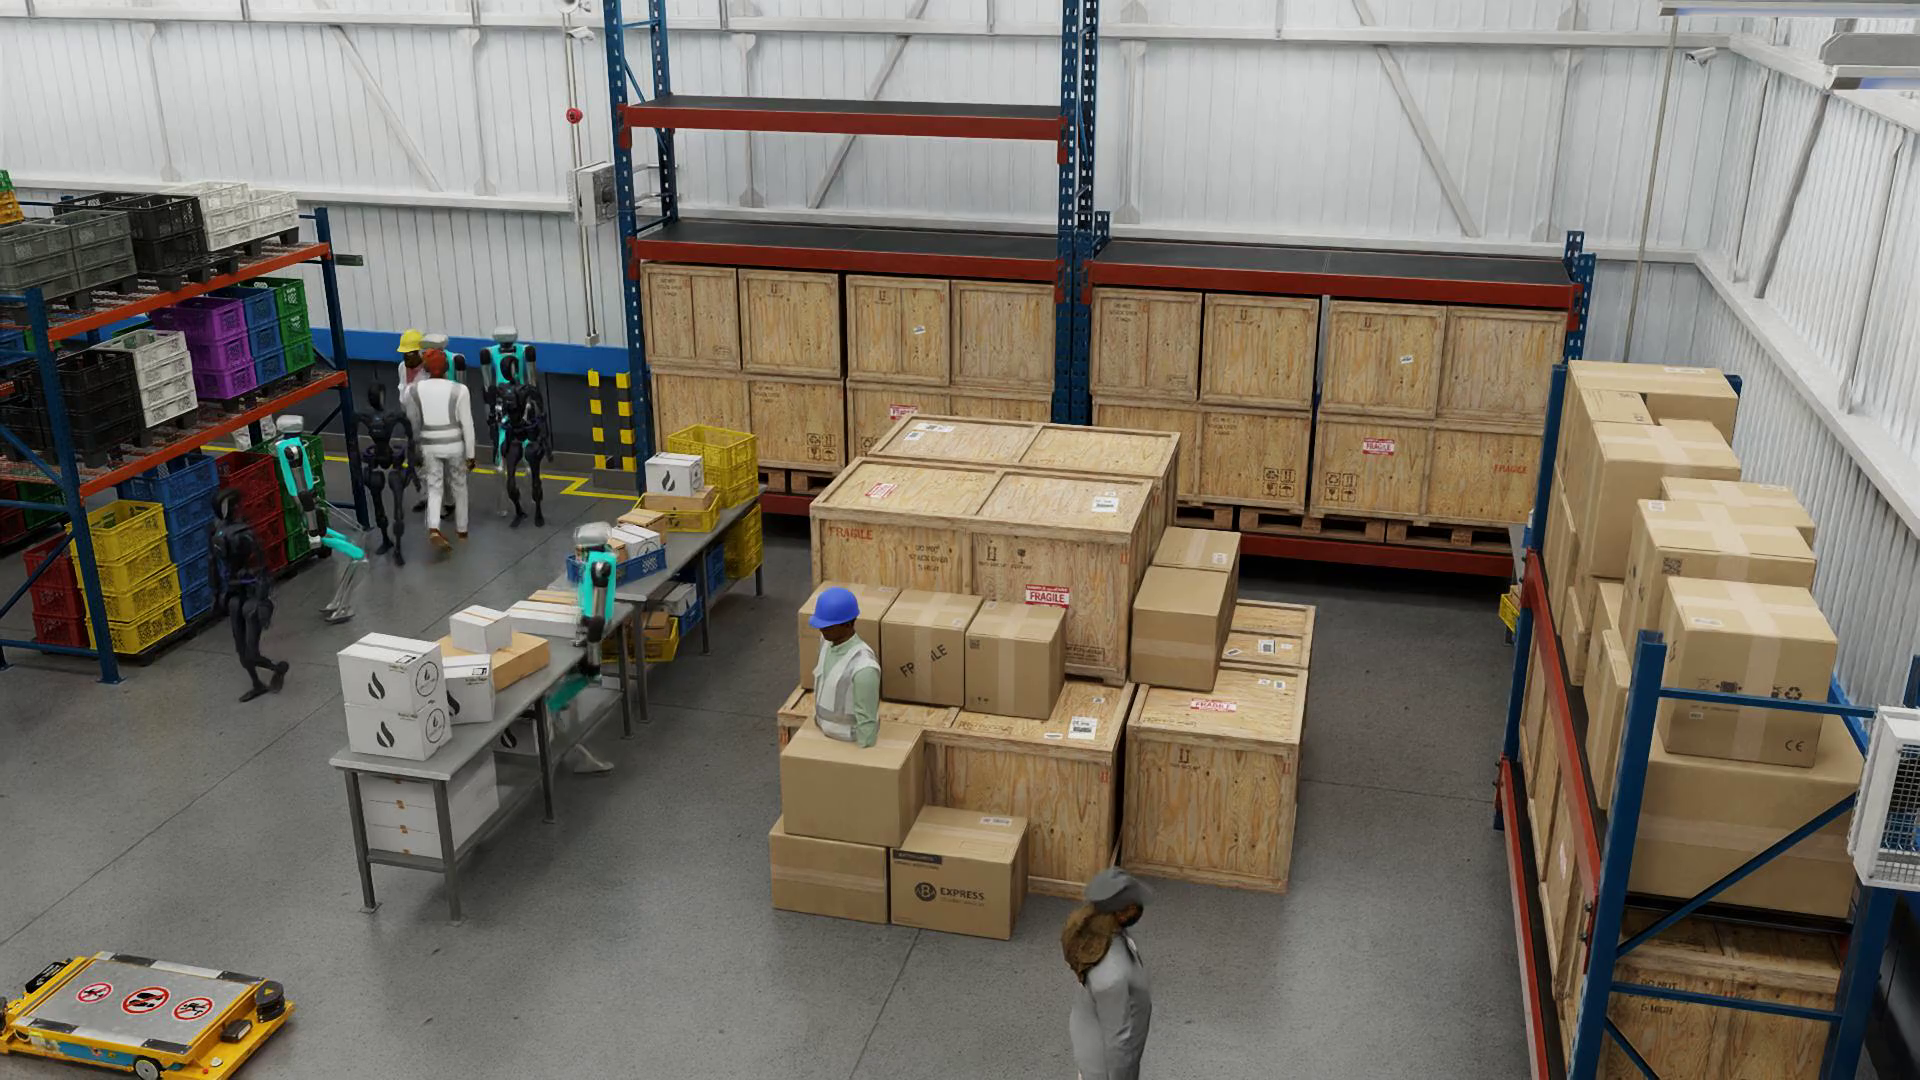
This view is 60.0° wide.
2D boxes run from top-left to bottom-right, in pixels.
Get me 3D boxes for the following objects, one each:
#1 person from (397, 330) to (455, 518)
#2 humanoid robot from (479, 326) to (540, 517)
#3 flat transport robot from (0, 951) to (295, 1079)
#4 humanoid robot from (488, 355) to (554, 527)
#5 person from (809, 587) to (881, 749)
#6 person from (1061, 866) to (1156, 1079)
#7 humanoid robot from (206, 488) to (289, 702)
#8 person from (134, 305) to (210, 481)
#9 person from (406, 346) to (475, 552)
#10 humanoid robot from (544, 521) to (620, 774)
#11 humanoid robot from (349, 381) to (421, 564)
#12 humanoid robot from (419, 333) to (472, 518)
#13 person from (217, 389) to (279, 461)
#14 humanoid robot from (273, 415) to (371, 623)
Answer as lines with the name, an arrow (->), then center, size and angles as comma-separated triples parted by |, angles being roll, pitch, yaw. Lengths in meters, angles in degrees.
person -> -5.071, -1.107, 15.770 | 0.589, 1.824, 0.405 | 12, 24, 29
humanoid robot -> -4.244, -1.093, 15.900 | 0.543, 1.812, 0.797 | -7, 22, -18
flat transport robot -> -4.270, 2.464, 8.601 | 1.431, 0.231, 0.659 | 5, 22, 13
humanoid robot -> -4.065, -0.905, 15.443 | 0.600, 1.645, 0.430 | 3, 21, 7
person -> -0.664, 1.164, 9.672 | 0.409, 1.939, 0.606 | -10, 23, -25
person -> 0.623, 2.198, 7.192 | 0.398, 1.769, 0.572 | -2, 21, -4
humanoid robot -> -5.169, 0.387, 12.053 | 0.601, 1.641, 0.383 | 10, 23, 25
person -> -7.629, -1.389, 16.194 | 0.604, 2.046, 0.371 | 2, 21, 6
person -> -4.636, -0.792, 14.889 | 0.586, 1.861, 0.751 | -3, 21, -9
humanoid robot -> -2.622, 0.813, 11.006 | 0.834, 1.885, 0.575 | -4, 21, -10
humanoid robot -> -5.103, -0.614, 14.696 | 0.609, 1.629, 0.595 | -3, 21, -7
humanoid robot -> -4.897, -1.000, 15.605 | 0.535, 1.799, 0.672 | 0, 21, 0
person -> -7.045, -1.355, 16.395 | 0.431, 1.840, 0.620 | 17, 27, 38
humanoid robot -> -5.062, -0.204, 13.403 | 0.701, 1.712, 0.529 | -11, 23, -26
